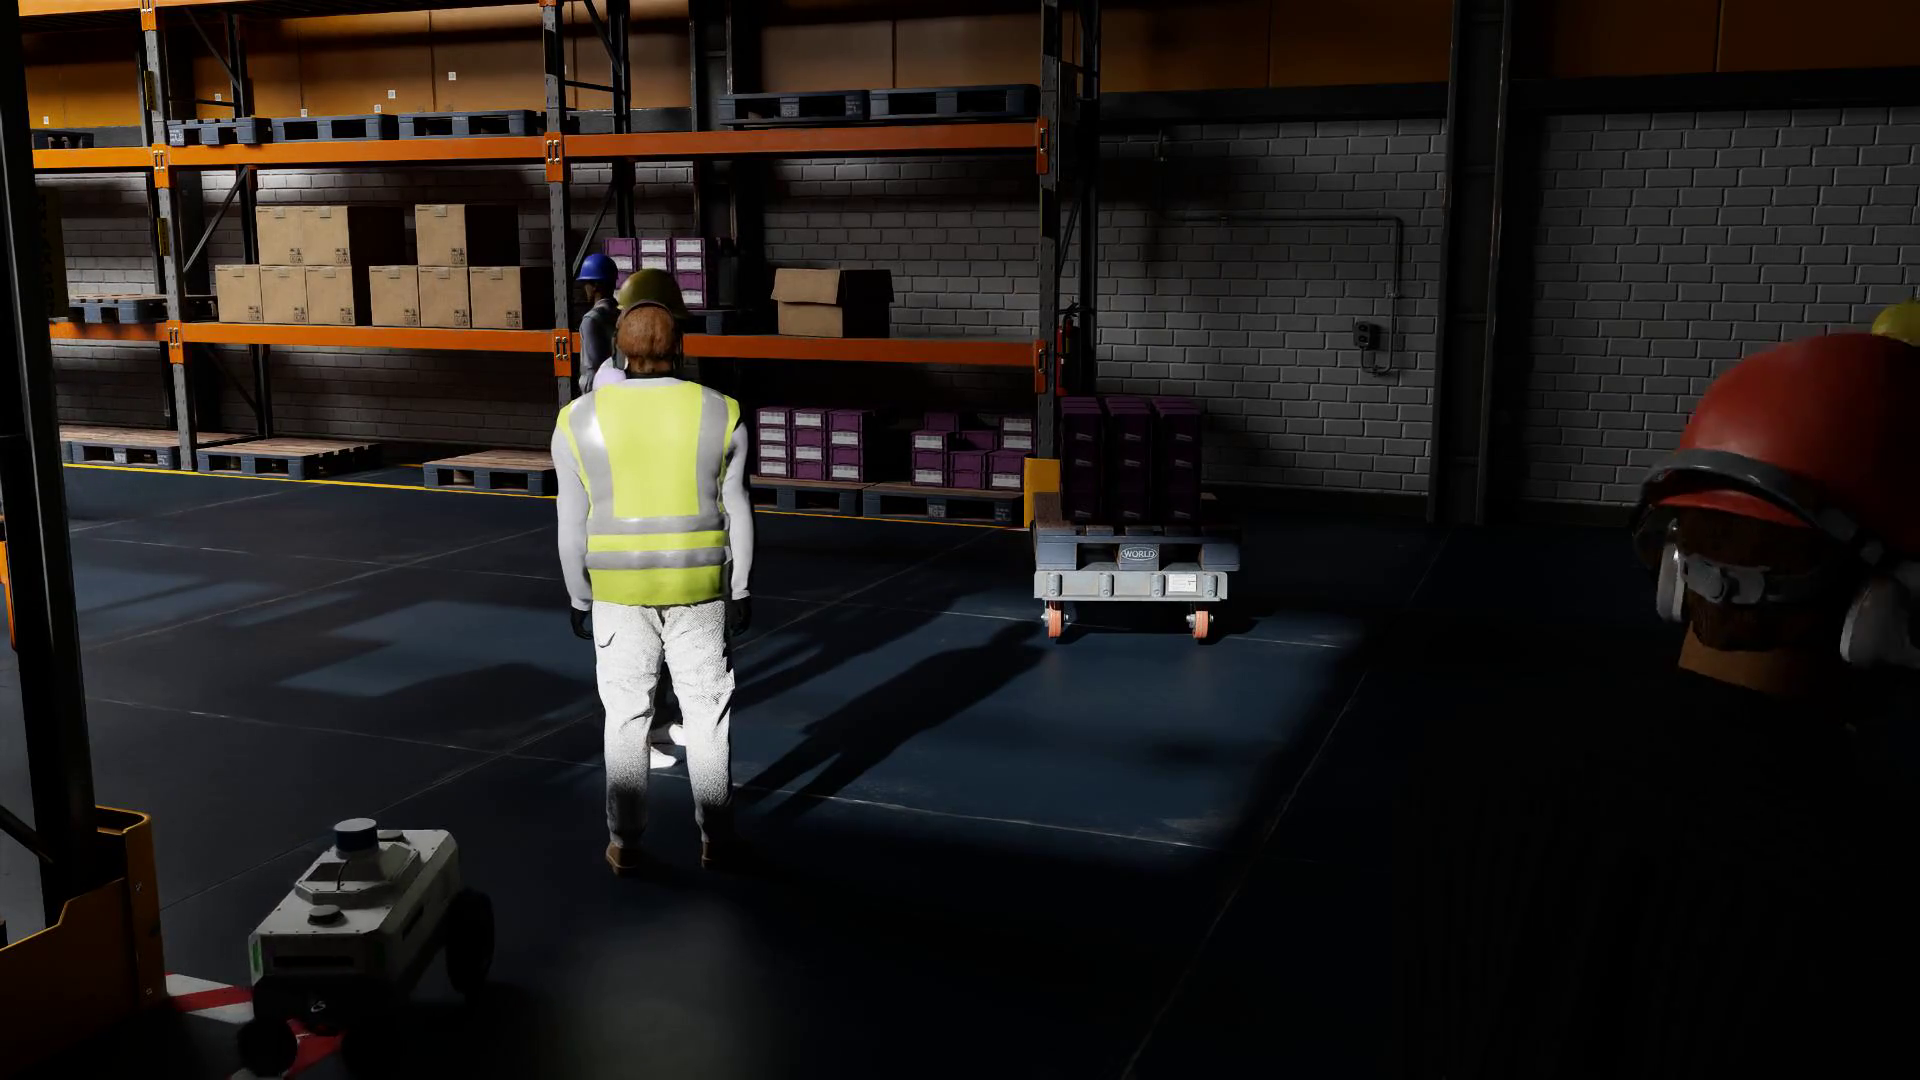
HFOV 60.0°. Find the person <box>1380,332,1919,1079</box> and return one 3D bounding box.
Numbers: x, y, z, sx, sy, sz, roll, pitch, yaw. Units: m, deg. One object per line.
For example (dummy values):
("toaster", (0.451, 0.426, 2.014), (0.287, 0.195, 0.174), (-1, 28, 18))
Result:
("person", (0.564, 0.804, 1.482), (0.575, 1.947, 0.818), (-8, 13, -36))

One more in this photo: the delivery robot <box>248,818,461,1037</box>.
("delivery robot", (-1.523, 0.953, 4.230), (0.477, 0.478, 0.707), (0, 10, -2))

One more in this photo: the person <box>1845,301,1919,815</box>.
("person", (3.209, 0.091, 5.811), (0.403, 1.821, 0.626), (3, 11, 18))

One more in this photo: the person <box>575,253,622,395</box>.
("person", (-2.303, -0.893, 10.895), (0.404, 1.945, 0.615), (3, 11, 14))

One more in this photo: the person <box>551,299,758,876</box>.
("person", (-0.960, 0.161, 5.315), (0.627, 1.847, 0.429), (-2, 10, -10))

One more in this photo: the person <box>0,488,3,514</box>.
("person", (-7.347, -1.096, 12.323), (0.581, 1.846, 0.498), (4, 11, 19))

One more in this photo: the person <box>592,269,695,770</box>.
("person", (-1.196, -0.081, 6.451), (0.390, 1.919, 0.584), (2, 10, 12))
